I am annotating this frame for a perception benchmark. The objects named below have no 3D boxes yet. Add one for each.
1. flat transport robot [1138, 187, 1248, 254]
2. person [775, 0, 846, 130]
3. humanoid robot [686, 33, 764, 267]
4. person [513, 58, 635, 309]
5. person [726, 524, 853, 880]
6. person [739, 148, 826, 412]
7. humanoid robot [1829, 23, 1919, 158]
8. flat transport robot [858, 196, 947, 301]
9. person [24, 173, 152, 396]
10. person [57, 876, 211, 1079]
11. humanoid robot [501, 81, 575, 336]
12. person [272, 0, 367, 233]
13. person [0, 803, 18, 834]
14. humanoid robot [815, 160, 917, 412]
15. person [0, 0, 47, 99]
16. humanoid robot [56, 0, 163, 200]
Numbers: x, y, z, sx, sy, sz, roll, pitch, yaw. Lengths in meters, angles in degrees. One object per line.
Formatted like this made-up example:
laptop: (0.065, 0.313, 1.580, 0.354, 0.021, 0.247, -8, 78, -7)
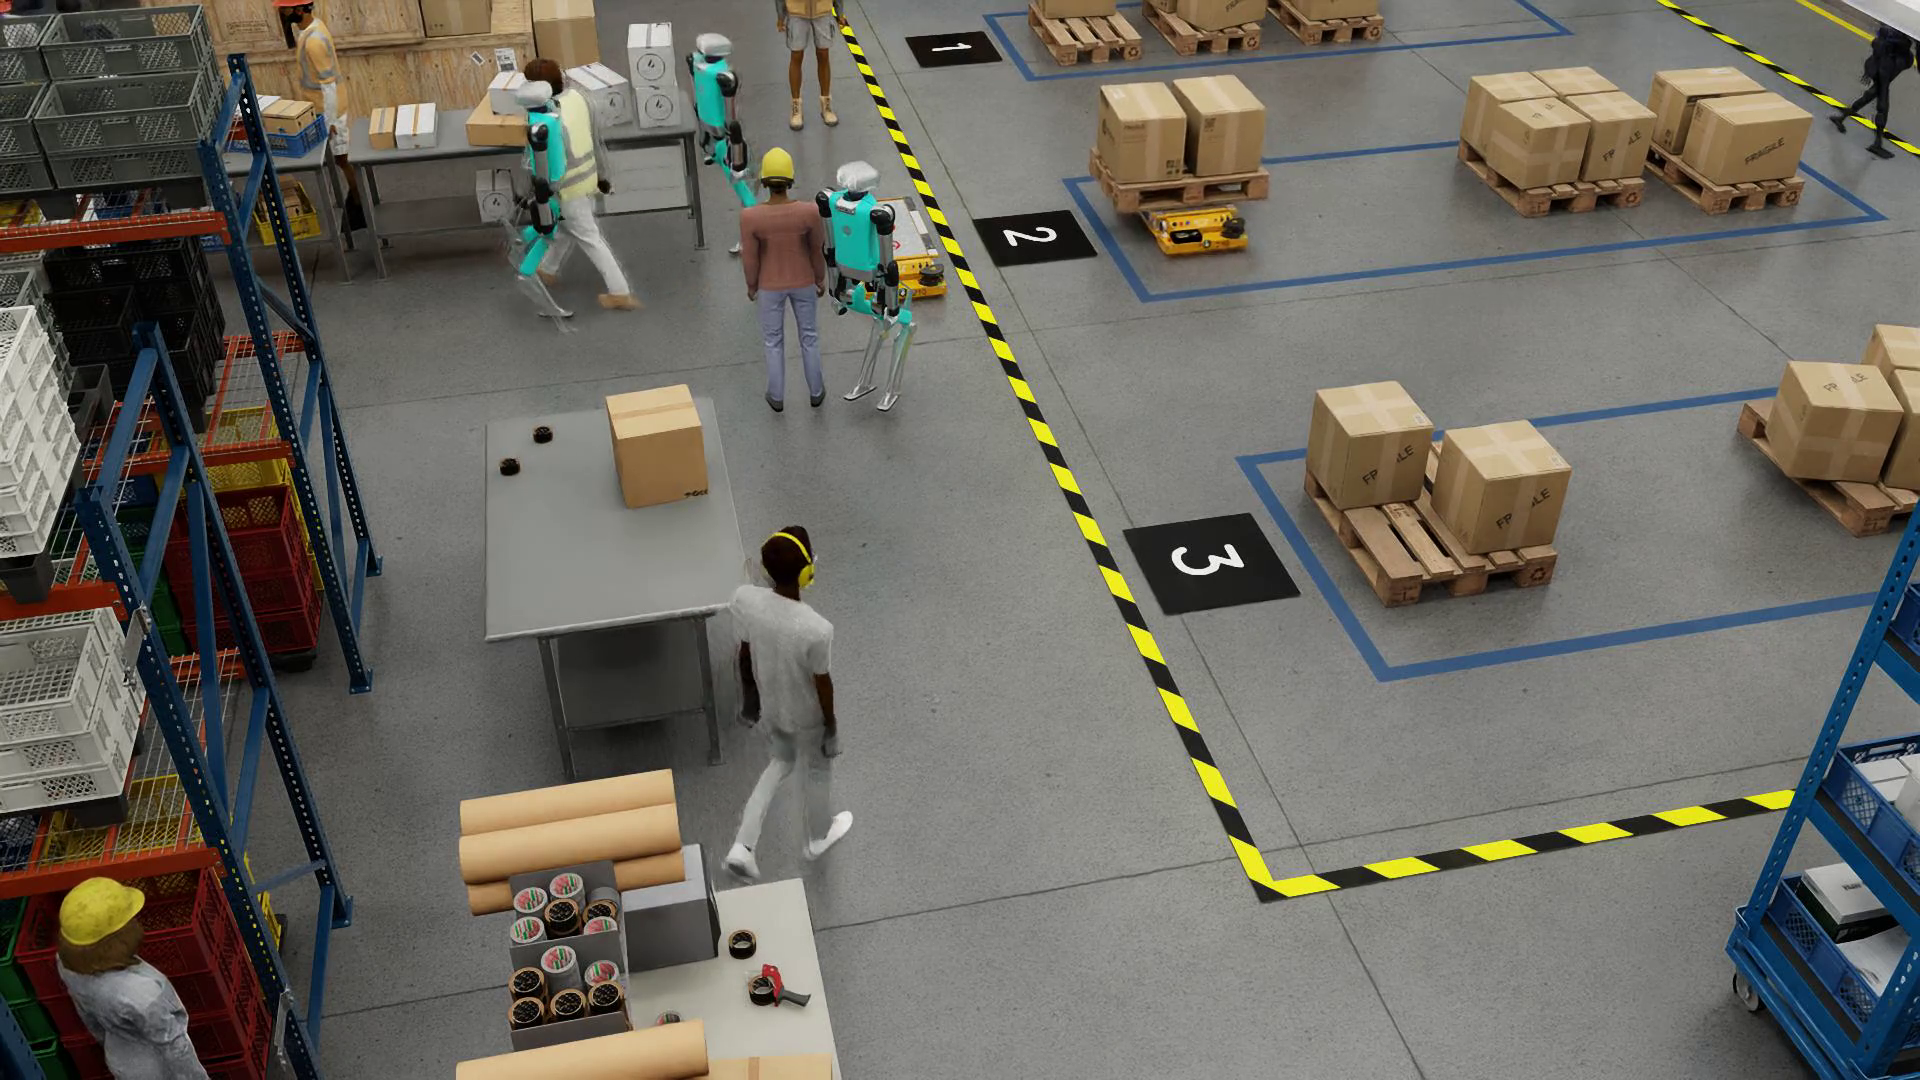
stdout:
flat transport robot: (1.718, -2.689, 13.144, 0.652, 0.197, 1.431, -8, 37, -10)
person: (-1.271, -4.510, 14.130, 0.604, 2.045, 0.384, -7, 37, -9)
humanoid robot: (-1.601, -2.854, 12.196, 0.703, 1.823, 0.589, -26, 44, -30)
person: (-2.790, -2.488, 11.630, 1.012, 1.777, 0.626, 9, 38, 12)
person: (-0.754, 0.764, 7.209, 0.518, 1.850, 0.649, 21, 42, 26)
person: (-1.097, -1.620, 10.476, 0.521, 1.768, 0.308, -6, 37, -8)
humanoid robot: (7.784, -4.083, 13.914, 0.589, 1.638, 0.781, -14, 39, -18)
flat transport robot: (-0.570, -2.220, 12.538, 0.659, 0.231, 1.431, -8, 37, -10)
person: (-5.375, -1.571, 10.283, 0.393, 1.920, 0.587, -7, 37, -9)
person: (-2.823, 1.820, 5.870, 0.492, 1.742, 0.311, 19, 41, 23)
humanoid robot: (-2.950, -2.231, 11.334, 0.664, 1.815, 0.539, 0, 37, 0)
person: (-4.801, -3.271, 12.553, 0.377, 1.937, 0.545, -13, 38, -16)
person: (-4.625, 0.568, 7.459, 0.319, 1.859, 0.506, 0, 37, 0)
humanoid robot: (-0.495, -1.626, 10.399, 0.533, 1.673, 0.735, 21, 41, 26)
person: (-7.164, -3.298, 12.552, 0.656, 1.989, 0.645, -17, 40, -21)
humanoid robot: (-6.682, -3.452, 13.076, 0.790, 1.620, 0.602, 15, 39, 19)
